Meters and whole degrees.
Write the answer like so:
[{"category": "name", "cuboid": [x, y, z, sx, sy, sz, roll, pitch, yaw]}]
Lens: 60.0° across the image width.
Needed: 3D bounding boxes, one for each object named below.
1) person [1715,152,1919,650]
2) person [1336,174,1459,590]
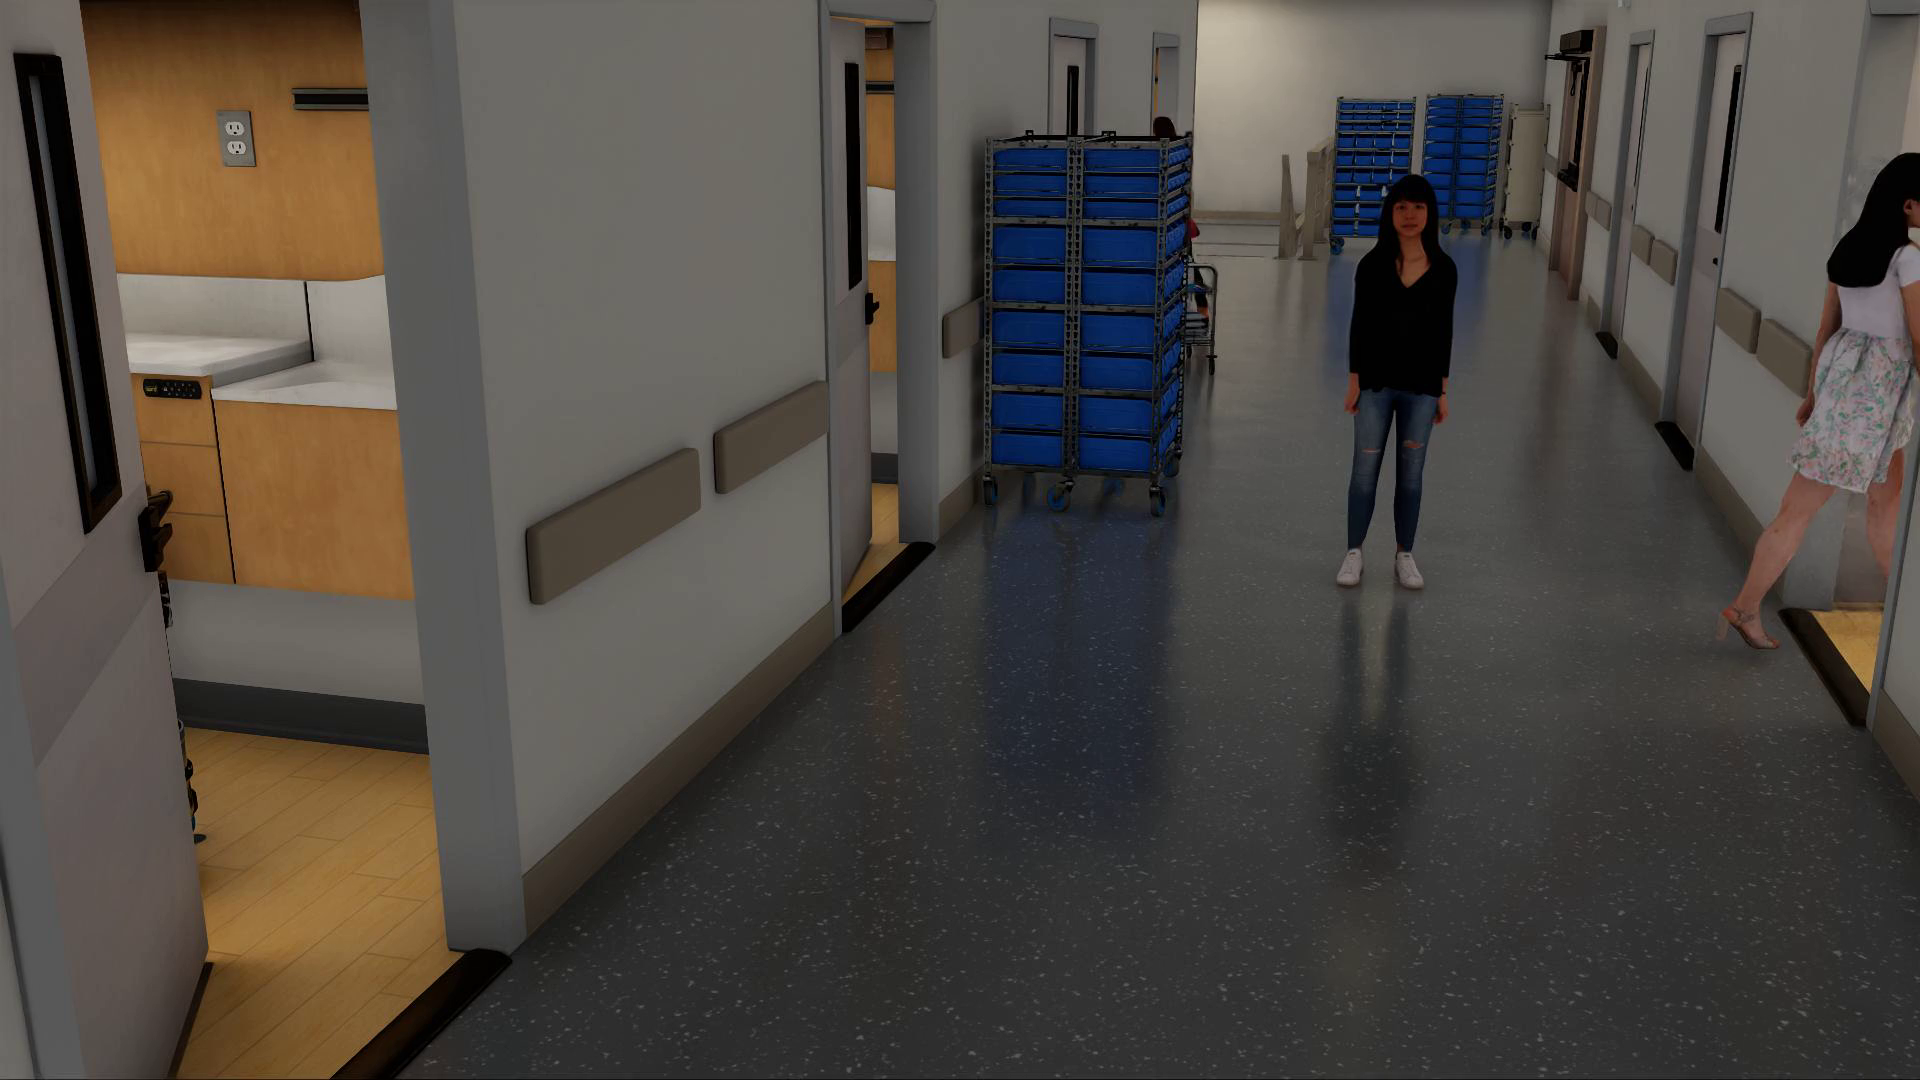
[{"category": "person", "cuboid": [2.968, -0.398, 5.685, 0.901, 1.731, 1.093, -1, 16, -4]}, {"category": "person", "cuboid": [1.753, -0.630, 6.664, 0.569, 1.646, 0.536, 3, 16, 10]}]
